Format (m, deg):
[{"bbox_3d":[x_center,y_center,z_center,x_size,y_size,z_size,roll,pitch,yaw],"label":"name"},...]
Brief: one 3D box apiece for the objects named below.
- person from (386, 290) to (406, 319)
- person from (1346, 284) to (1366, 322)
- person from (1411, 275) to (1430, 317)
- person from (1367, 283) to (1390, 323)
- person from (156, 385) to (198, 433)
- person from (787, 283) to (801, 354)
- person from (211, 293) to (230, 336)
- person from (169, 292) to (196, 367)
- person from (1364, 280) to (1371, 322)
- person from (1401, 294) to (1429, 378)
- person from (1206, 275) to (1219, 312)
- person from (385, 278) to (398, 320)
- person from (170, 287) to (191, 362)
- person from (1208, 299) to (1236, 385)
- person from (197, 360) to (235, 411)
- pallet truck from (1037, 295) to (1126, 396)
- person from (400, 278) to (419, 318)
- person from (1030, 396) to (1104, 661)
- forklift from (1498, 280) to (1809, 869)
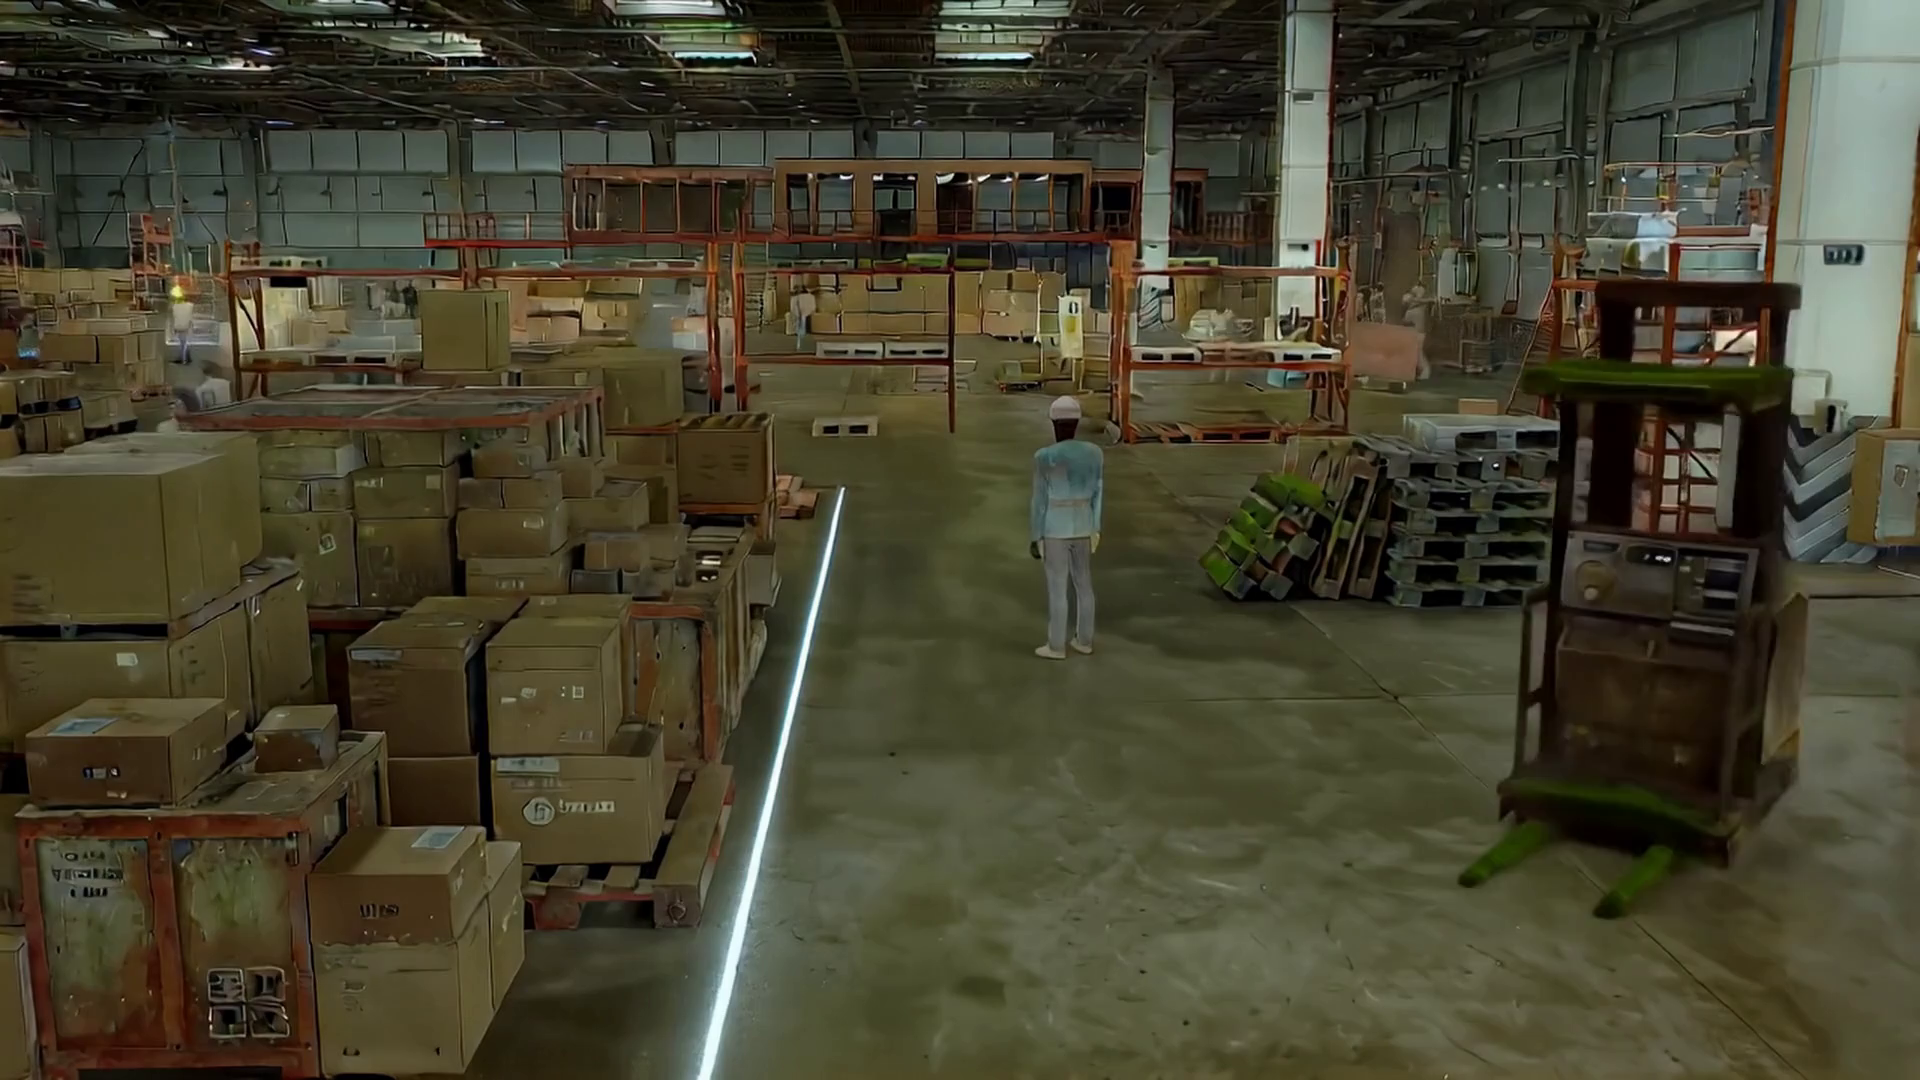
[{"bbox_3d":[-13.461,-4.999,39.622,0.561,1.884,0.601,4,11,23],"label":"person"},{"bbox_3d":[11.280,-6.358,47.298,0.430,1.843,0.625,-7,13,-36],"label":"person"},{"bbox_3d":[14.918,-7.606,53.971,0.619,1.945,0.403,3,11,15],"label":"person"},{"bbox_3d":[11.436,-6.052,45.409,0.605,1.909,0.681,5,11,26],"label":"person"},{"bbox_3d":[-6.259,-0.335,13.638,0.646,1.898,1.032,5,11,25],"label":"person"},{"bbox_3d":[-4.426,-5.865,44.322,0.367,1.932,0.622,-4,11,-23],"label":"person"},{"bbox_3d":[-18.503,-5.334,41.880,0.554,1.733,0.697,3,11,15],"label":"person"},{"bbox_3d":[-18.915,-5.101,40.363,0.555,1.813,0.990,1,10,8],"label":"person"},{"bbox_3d":[13.765,-7.923,56.346,0.704,1.715,0.503,9,13,40],"label":"person"},{"bbox_3d":[10.025,-4.540,37.081,1.013,1.888,0.557,9,13,40],"label":"person"},{"bbox_3d":[10.851,-10.788,71.576,0.613,1.986,0.410,7,12,34],"label":"person"},{"bbox_3d":[-17.687,-7.174,51.660,1.017,1.923,0.603,-7,12,-34],"label":"person"},{"bbox_3d":[-19.694,-5.437,42.032,0.498,1.888,0.601,6,12,30],"label":"person"},{"bbox_3d":[5.526,-4.196,35.315,0.637,1.824,0.588,6,12,31],"label":"person"},{"bbox_3d":[-9.080,-1.433,20.574,0.774,1.597,0.523,3,11,18],"label":"person"},{"bbox_3d":[2.483,-3.881,33.060,1.885,1.965,0.823,-7,13,-36],"label":"pallet truck"},{"bbox_3d":[-17.493,-7.368,52.845,0.533,1.868,0.310,-2,10,-13],"label":"person"},{"bbox_3d":[0.763,-0.086,12.116,0.594,1.924,0.378,-6,12,-30],"label":"person"},{"bbox_3d":[3.796,0.033,8.794,1.129,2.768,1.873,8,13,36],"label":"forklift"}]
